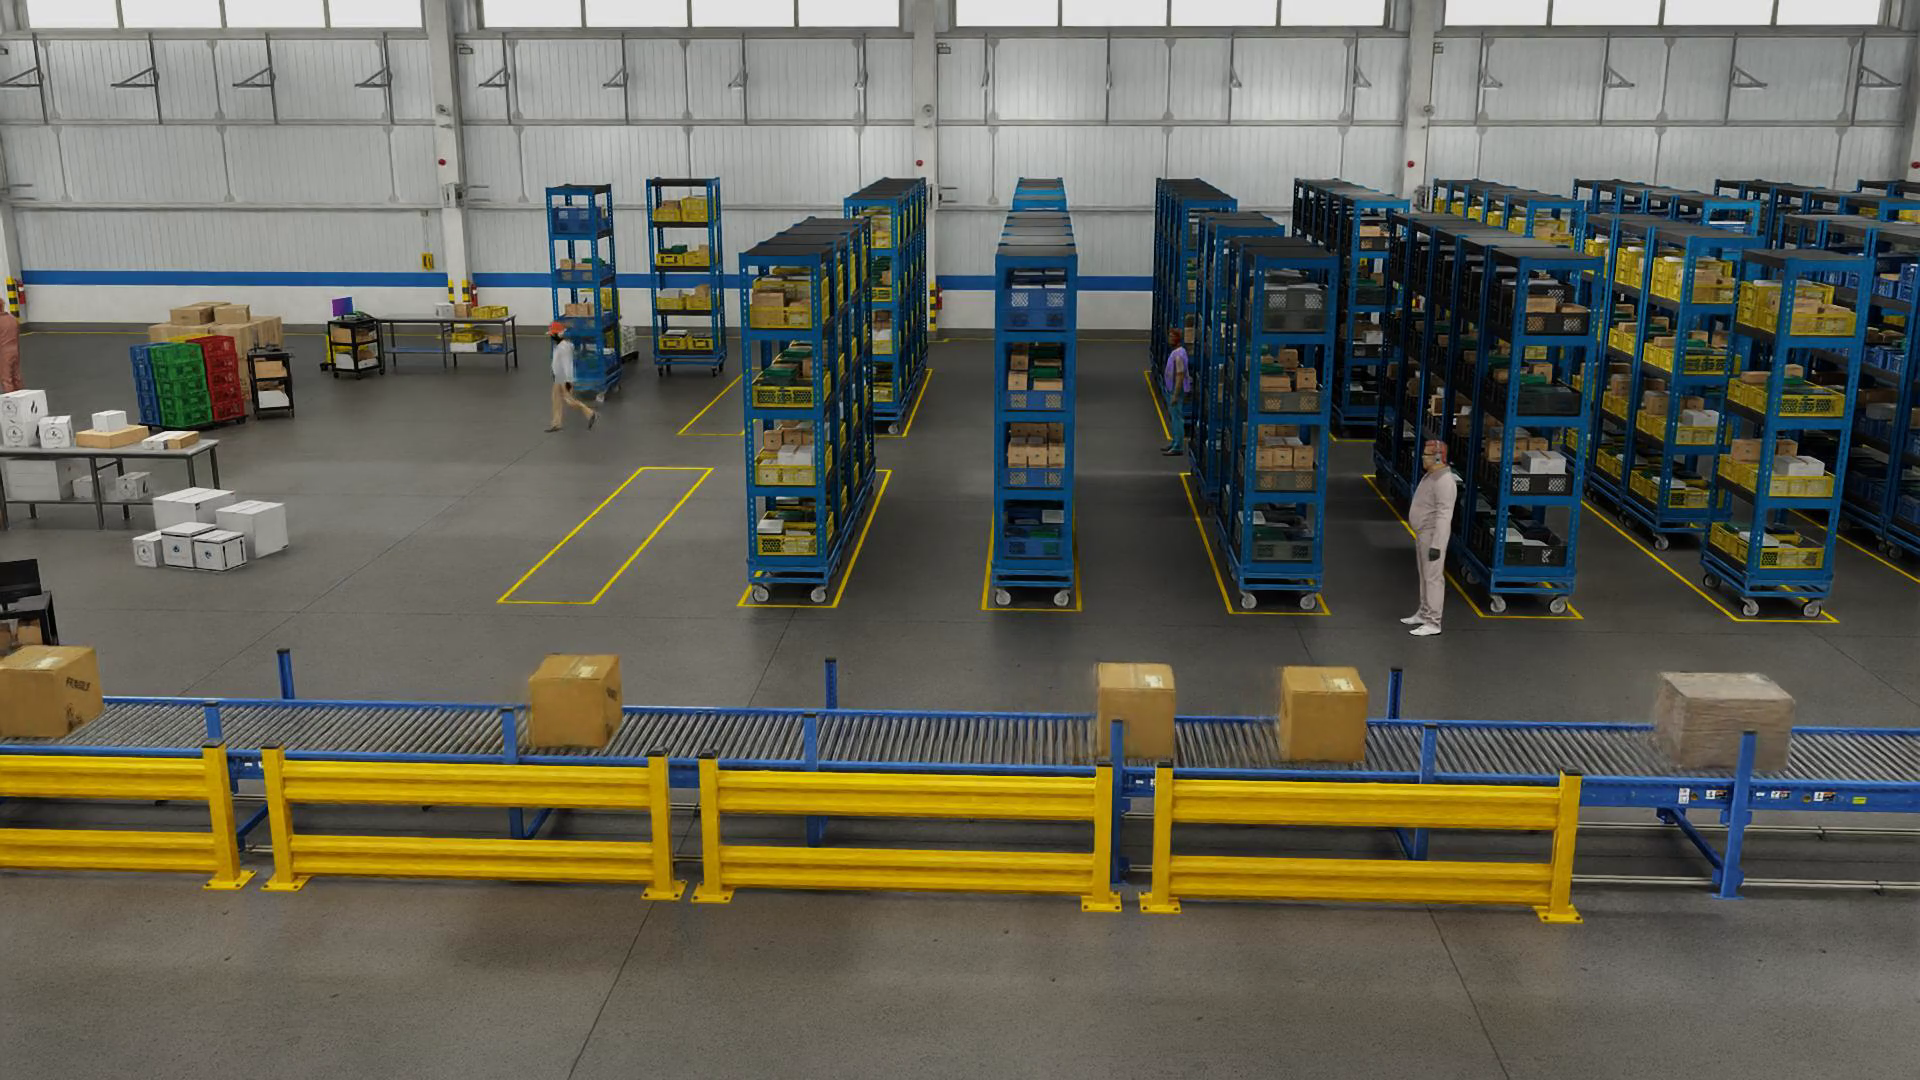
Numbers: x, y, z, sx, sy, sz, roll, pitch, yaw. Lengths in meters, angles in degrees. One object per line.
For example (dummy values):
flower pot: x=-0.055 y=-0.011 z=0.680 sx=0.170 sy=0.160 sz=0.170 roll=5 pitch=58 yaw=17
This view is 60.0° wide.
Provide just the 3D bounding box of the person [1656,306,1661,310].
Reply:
person: x=13.810 y=-4.606 z=33.248 sx=0.935 sy=1.779 sz=0.596 roll=-3 pitch=15 yaw=-13

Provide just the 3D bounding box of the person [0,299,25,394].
person: x=-15.527 y=-2.975 z=27.001 sx=0.411 sy=1.899 sz=0.673 roll=1 pitch=15 yaw=4

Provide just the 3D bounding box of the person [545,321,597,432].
person: x=-6.043 y=-2.521 z=25.626 sx=0.734 sy=1.729 sz=0.570 roll=-9 pitch=18 yaw=-31

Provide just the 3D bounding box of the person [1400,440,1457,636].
person: x=4.521 y=-0.030 z=16.039 sx=0.409 sy=1.907 sz=0.651 roll=1 pitch=15 yaw=2

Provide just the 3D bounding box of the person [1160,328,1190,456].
person: x=3.121 y=-2.140 z=23.976 sx=0.380 sy=1.849 sz=0.570 roll=1 pitch=15 yaw=2
